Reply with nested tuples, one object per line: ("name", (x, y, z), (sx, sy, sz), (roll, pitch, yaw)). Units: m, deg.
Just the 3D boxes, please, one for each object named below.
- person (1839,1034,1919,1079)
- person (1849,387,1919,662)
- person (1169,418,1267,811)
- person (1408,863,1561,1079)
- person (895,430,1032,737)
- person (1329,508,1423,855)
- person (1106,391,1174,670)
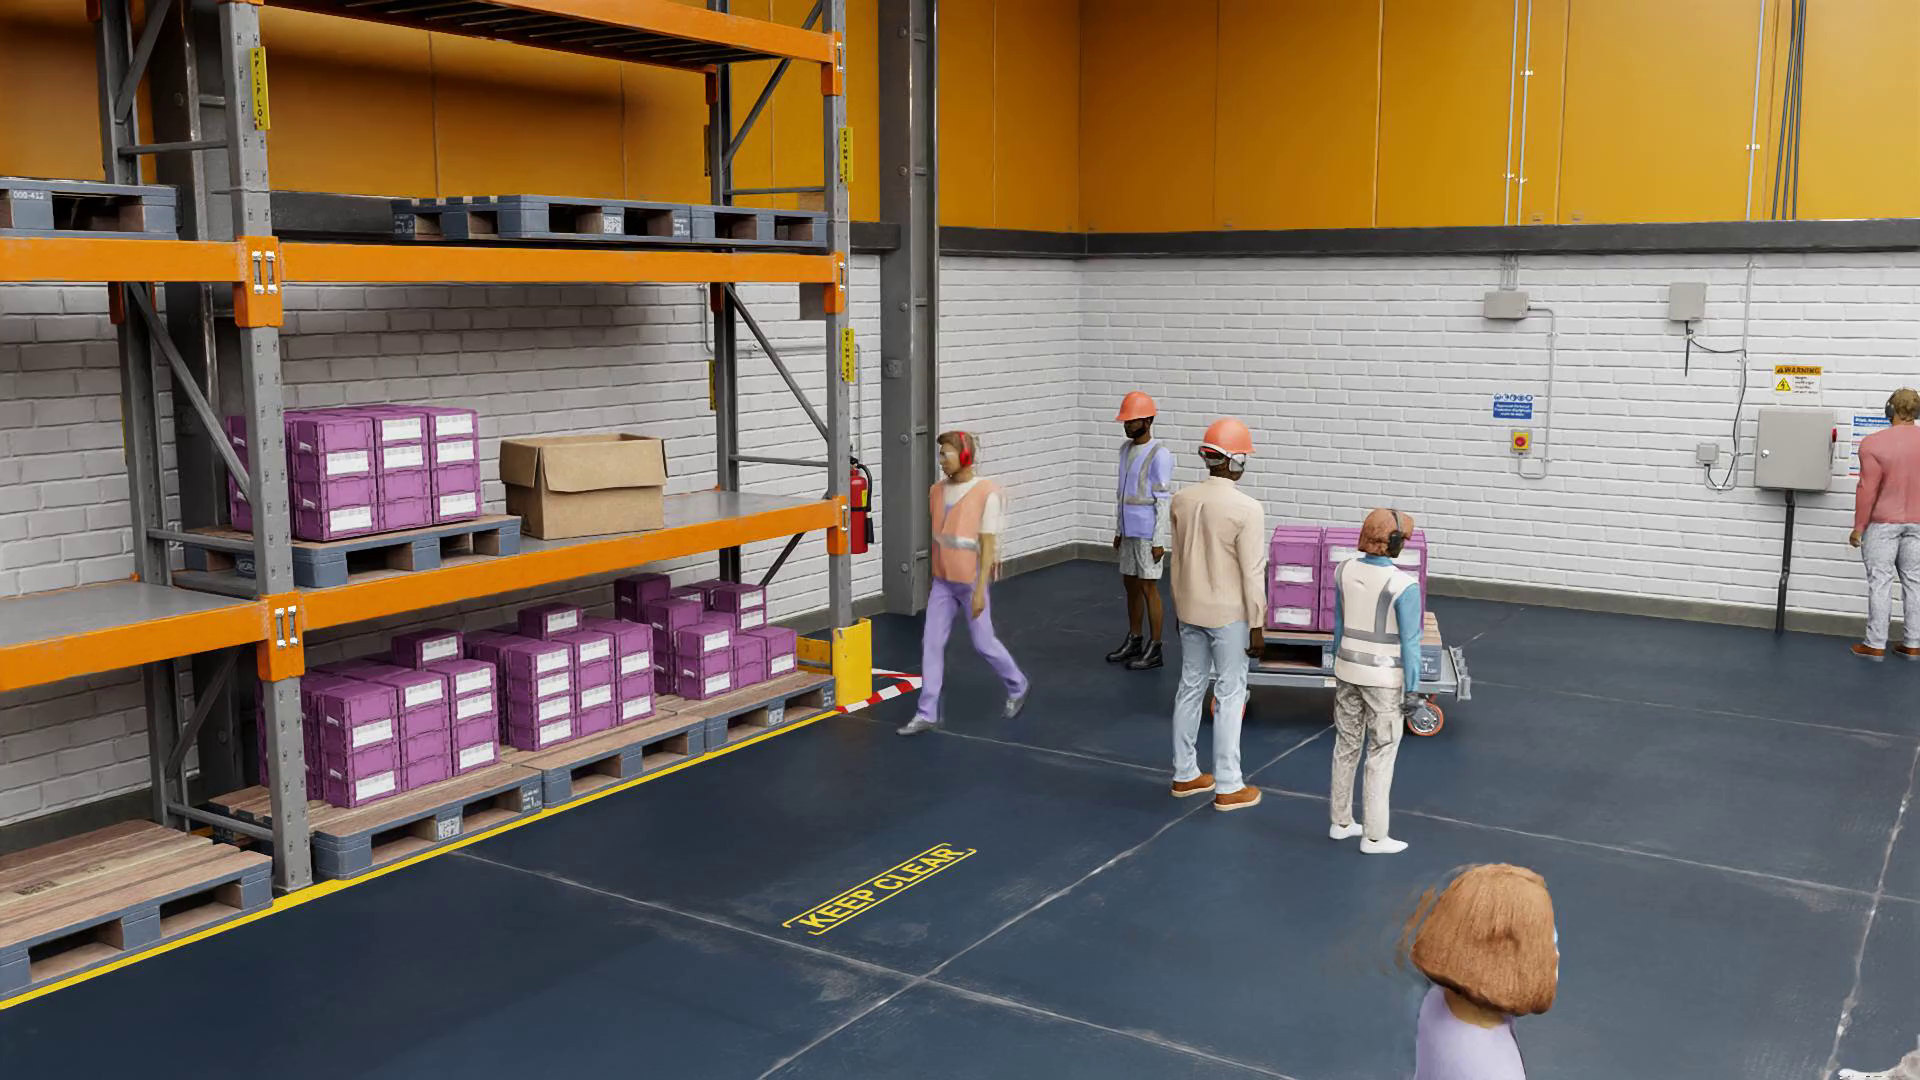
("person", (3.260, 1.044, 5.036), (0.902, 1.691, 0.503), (5, 10, 31))
("person", (6.605, -0.106, 11.735), (0.634, 1.937, 0.355), (0, 9, -2))
("person", (1.320, 0.374, 8.480), (0.400, 1.987, 0.615), (-7, 11, -37))
("person", (0.901, 1.378, 3.101), (0.609, 1.615, 0.511), (2, 9, 10))
("person", (0.041, 0.243, 9.920), (0.569, 1.803, 0.912), (9, 12, 44))
("person", (1.932, 0.658, 7.765), (0.320, 1.630, 0.528), (-6, 10, -32))
("person", (1.231, -0.064, 11.514), (0.382, 1.930, 0.545), (-4, 10, -27))
